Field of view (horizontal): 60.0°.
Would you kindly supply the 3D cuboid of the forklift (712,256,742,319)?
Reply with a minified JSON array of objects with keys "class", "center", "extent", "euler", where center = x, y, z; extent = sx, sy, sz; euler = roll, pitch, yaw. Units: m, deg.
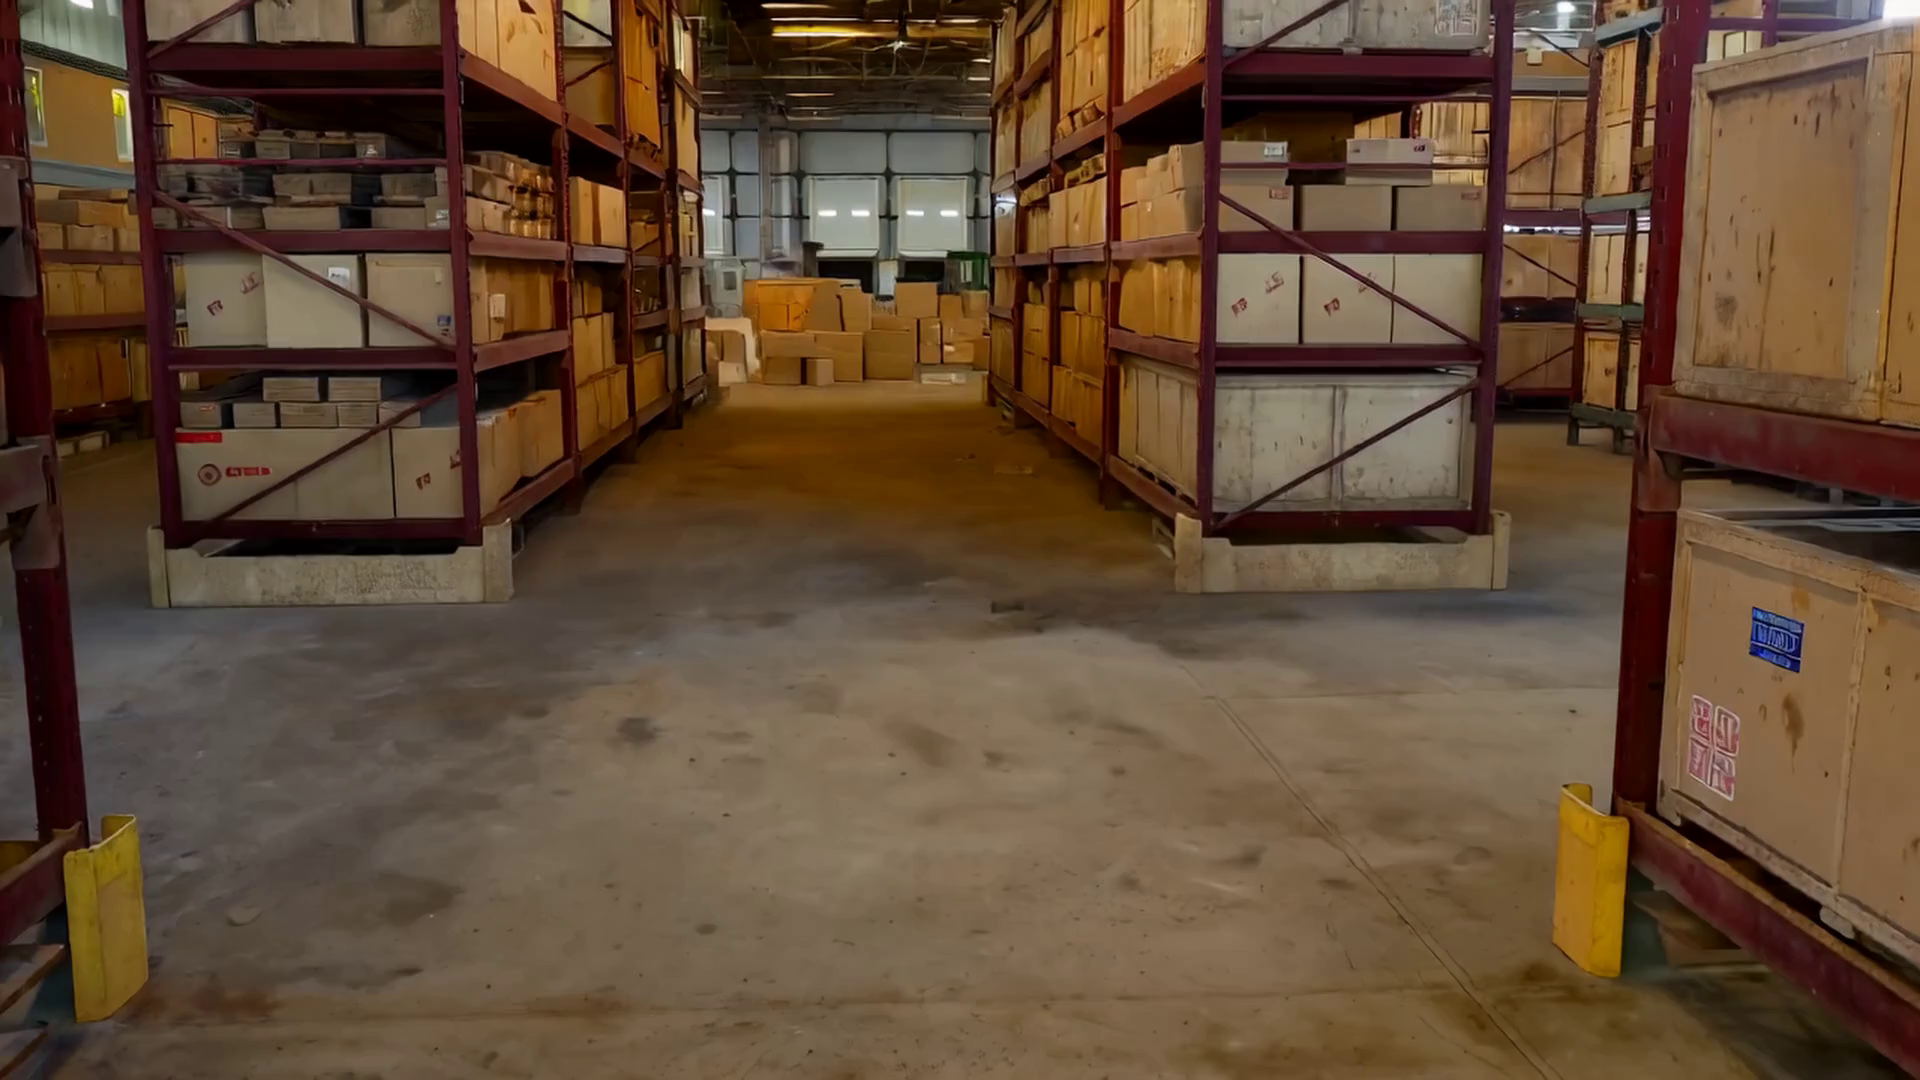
[{"class":"forklift","center":[-8.481,-8.973,60.670],"extent":[1.129,2.768,1.873],"euler":[-1,9,-4]}]

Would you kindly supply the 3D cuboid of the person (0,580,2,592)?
[{"class":"person","center":[-6.070,-0.339,9.591],"extent":[0.731,1.878,0.664],"euler":[-1,9,-3]}]

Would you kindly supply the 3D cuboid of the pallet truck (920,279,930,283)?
[{"class":"pallet truck","center":[-0.932,-8.922,63.114],"extent":[1.885,1.965,0.823],"euler":[2,9,13]}]

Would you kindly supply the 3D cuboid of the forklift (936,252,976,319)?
[{"class":"forklift","center":[0.018,-7.528,51.600],"extent":[1.129,2.768,1.873],"euler":[-4,10,-23]}]

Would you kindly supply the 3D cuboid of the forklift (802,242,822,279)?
[{"class":"forklift","center":[-3.263,-5.129,36.534],"extent":[1.873,2.768,1.129],"euler":[-1,9,-5]}]
